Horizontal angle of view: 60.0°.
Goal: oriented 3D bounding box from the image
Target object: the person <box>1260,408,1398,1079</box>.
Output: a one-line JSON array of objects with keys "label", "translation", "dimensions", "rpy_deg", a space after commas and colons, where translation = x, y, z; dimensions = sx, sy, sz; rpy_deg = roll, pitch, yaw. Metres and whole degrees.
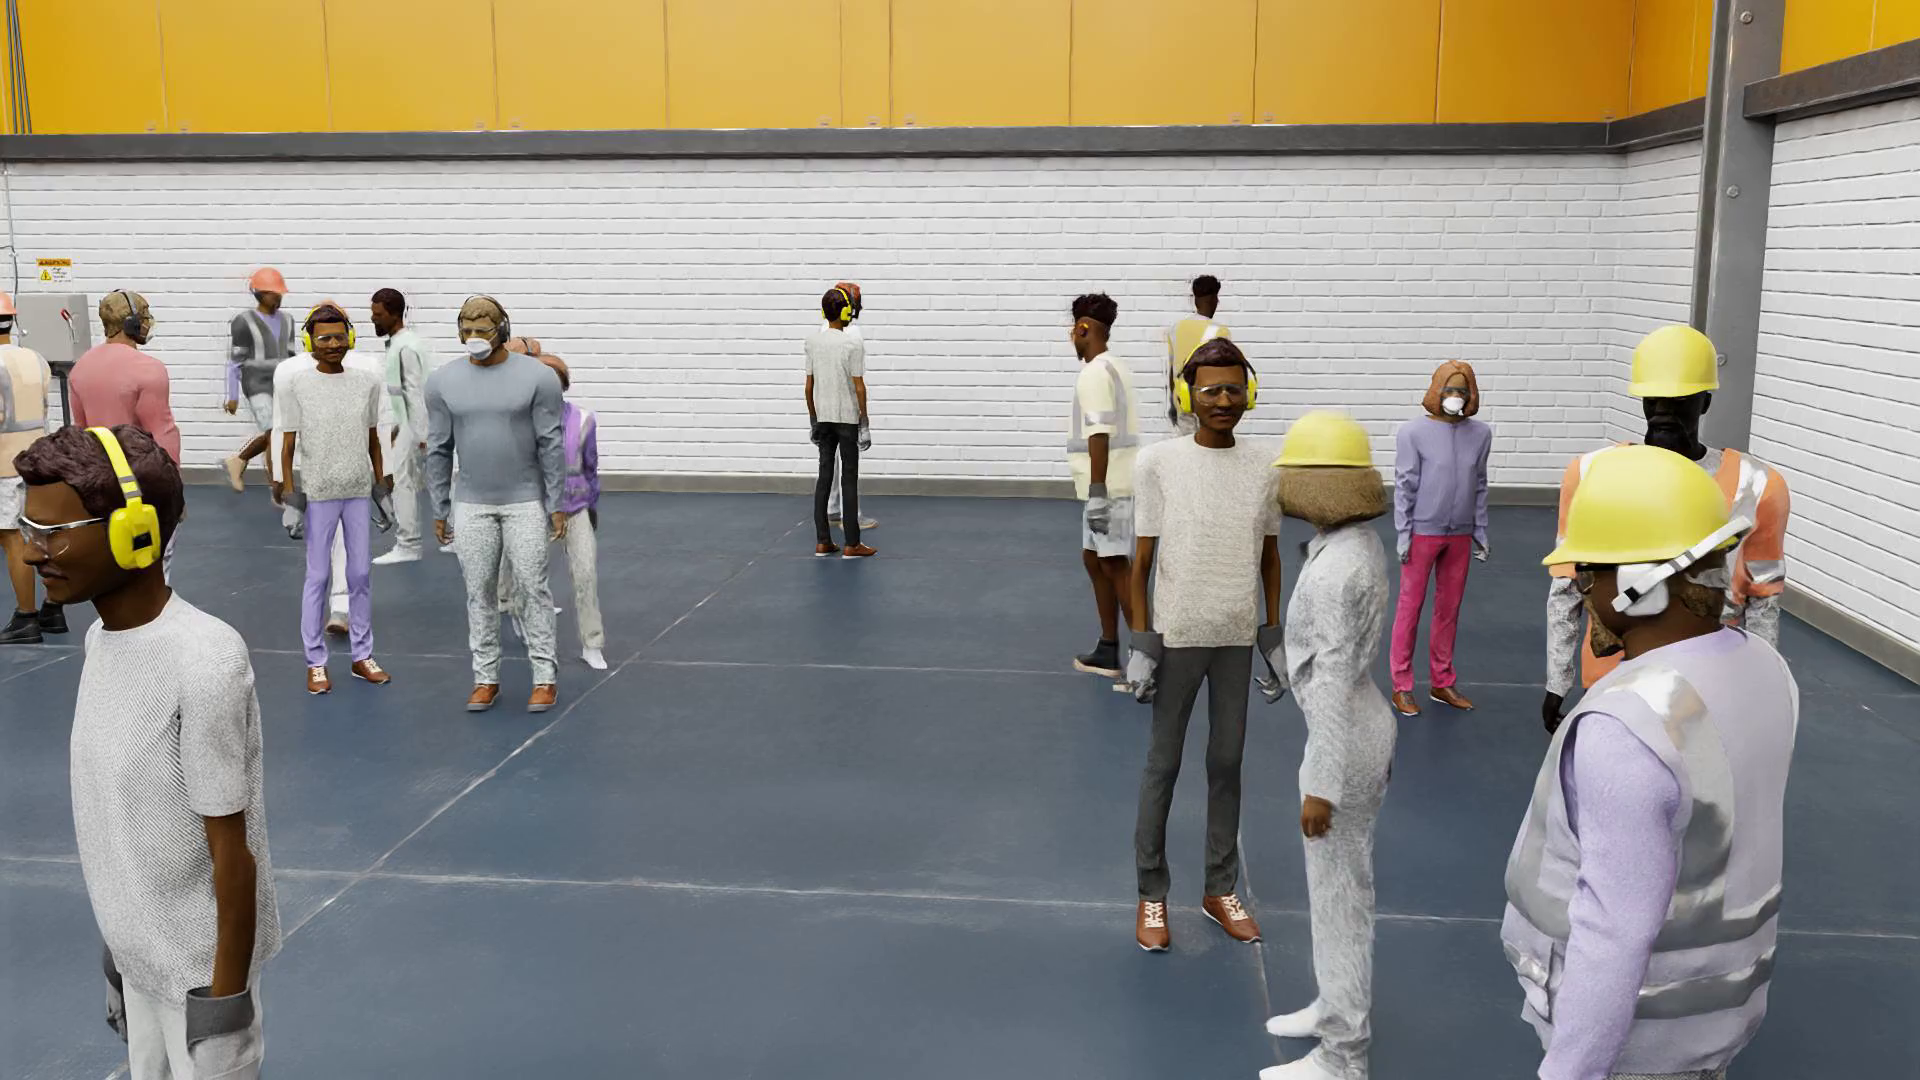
[{"label": "person", "translation": [0.938, 0.531, 4.239], "dimensions": [0.326, 1.741, 0.491], "rpy_deg": [4, 11, 19]}]

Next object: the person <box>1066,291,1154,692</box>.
[{"label": "person", "translation": [0.772, -0.250, 8.197], "dimensions": [0.525, 1.924, 0.690], "rpy_deg": [2, 10, 13]}]

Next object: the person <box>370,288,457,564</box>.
[{"label": "person", "translation": [-3.689, -0.780, 11.391], "dimensions": [0.707, 1.879, 0.608], "rpy_deg": [-4, 11, -20]}]

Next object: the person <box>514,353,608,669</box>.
[{"label": "person", "translation": [-2.126, -0.162, 8.615], "dimensions": [0.528, 1.620, 0.741], "rpy_deg": [-6, 11, -30]}]

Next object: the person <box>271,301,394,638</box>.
[{"label": "person", "translation": [-3.480, -0.389, 9.203], "dimensions": [0.619, 1.830, 0.938], "rpy_deg": [-2, 10, -12]}]

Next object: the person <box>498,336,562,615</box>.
[{"label": "person", "translation": [-2.550, -0.360, 9.655], "dimensions": [0.513, 1.630, 0.318], "rpy_deg": [7, 12, 35]}]

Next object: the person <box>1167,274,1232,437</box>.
[{"label": "person", "translation": [1.799, -1.055, 12.726], "dimensions": [0.569, 1.940, 0.638], "rpy_deg": [-8, 13, -38]}]

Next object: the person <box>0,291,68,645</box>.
[{"label": "person", "translation": [-5.153, -0.399, 9.005], "dimensions": [0.369, 1.930, 0.551], "rpy_deg": [1, 10, 6]}]

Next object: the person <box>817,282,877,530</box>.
[{"label": "person", "translation": [-0.885, -1.023, 12.716], "dimensions": [0.337, 1.883, 0.584], "rpy_deg": [-7, 12, -34]}]

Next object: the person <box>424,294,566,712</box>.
[{"label": "person", "translation": [-2.132, -0.160, 7.665], "dimensions": [0.635, 1.928, 0.382], "rpy_deg": [0, 10, -3]}]

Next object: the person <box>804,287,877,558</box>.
[{"label": "person", "translation": [-0.831, -0.805, 11.507], "dimensions": [0.511, 1.872, 0.328], "rpy_deg": [6, 11, 29]}]

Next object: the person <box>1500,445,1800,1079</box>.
[{"label": "person", "translation": [1.091, 0.754, 2.715], "dimensions": [0.403, 1.825, 0.586], "rpy_deg": [9, 13, 42]}]

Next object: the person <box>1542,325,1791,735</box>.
[{"label": "person", "translation": [1.905, 0.381, 4.556], "dimensions": [0.594, 1.926, 0.366], "rpy_deg": [5, 11, 28]}]

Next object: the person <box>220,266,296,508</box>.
[{"label": "person", "translation": [-5.843, -1.260, 13.780], "dimensions": [0.912, 2.006, 0.617], "rpy_deg": [4, 11, 22]}]

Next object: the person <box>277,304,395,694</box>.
[{"label": "person", "translation": [-3.012, -0.201, 8.058], "dimensions": [0.535, 1.868, 0.309], "rpy_deg": [-8, 13, -40]}]

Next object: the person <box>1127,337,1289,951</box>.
[{"label": "person", "translation": [0.764, 0.319, 5.079], "dimensions": [0.517, 1.870, 0.334], "rpy_deg": [-2, 10, -10]}]

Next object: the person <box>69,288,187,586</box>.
[{"label": "person", "translation": [-4.054, -0.259, 8.186], "dimensions": [0.635, 1.939, 0.364], "rpy_deg": [5, 11, 25]}]

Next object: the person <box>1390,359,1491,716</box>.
[{"label": "person", "translation": [2.214, -0.013, 7.650], "dimensions": [0.498, 1.633, 0.283], "rpy_deg": [-3, 10, -18]}]

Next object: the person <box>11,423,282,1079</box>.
[{"label": "person", "translation": [-1.299, 0.733, 2.745], "dimensions": [0.512, 1.861, 0.325], "rpy_deg": [9, 13, 41]}]
